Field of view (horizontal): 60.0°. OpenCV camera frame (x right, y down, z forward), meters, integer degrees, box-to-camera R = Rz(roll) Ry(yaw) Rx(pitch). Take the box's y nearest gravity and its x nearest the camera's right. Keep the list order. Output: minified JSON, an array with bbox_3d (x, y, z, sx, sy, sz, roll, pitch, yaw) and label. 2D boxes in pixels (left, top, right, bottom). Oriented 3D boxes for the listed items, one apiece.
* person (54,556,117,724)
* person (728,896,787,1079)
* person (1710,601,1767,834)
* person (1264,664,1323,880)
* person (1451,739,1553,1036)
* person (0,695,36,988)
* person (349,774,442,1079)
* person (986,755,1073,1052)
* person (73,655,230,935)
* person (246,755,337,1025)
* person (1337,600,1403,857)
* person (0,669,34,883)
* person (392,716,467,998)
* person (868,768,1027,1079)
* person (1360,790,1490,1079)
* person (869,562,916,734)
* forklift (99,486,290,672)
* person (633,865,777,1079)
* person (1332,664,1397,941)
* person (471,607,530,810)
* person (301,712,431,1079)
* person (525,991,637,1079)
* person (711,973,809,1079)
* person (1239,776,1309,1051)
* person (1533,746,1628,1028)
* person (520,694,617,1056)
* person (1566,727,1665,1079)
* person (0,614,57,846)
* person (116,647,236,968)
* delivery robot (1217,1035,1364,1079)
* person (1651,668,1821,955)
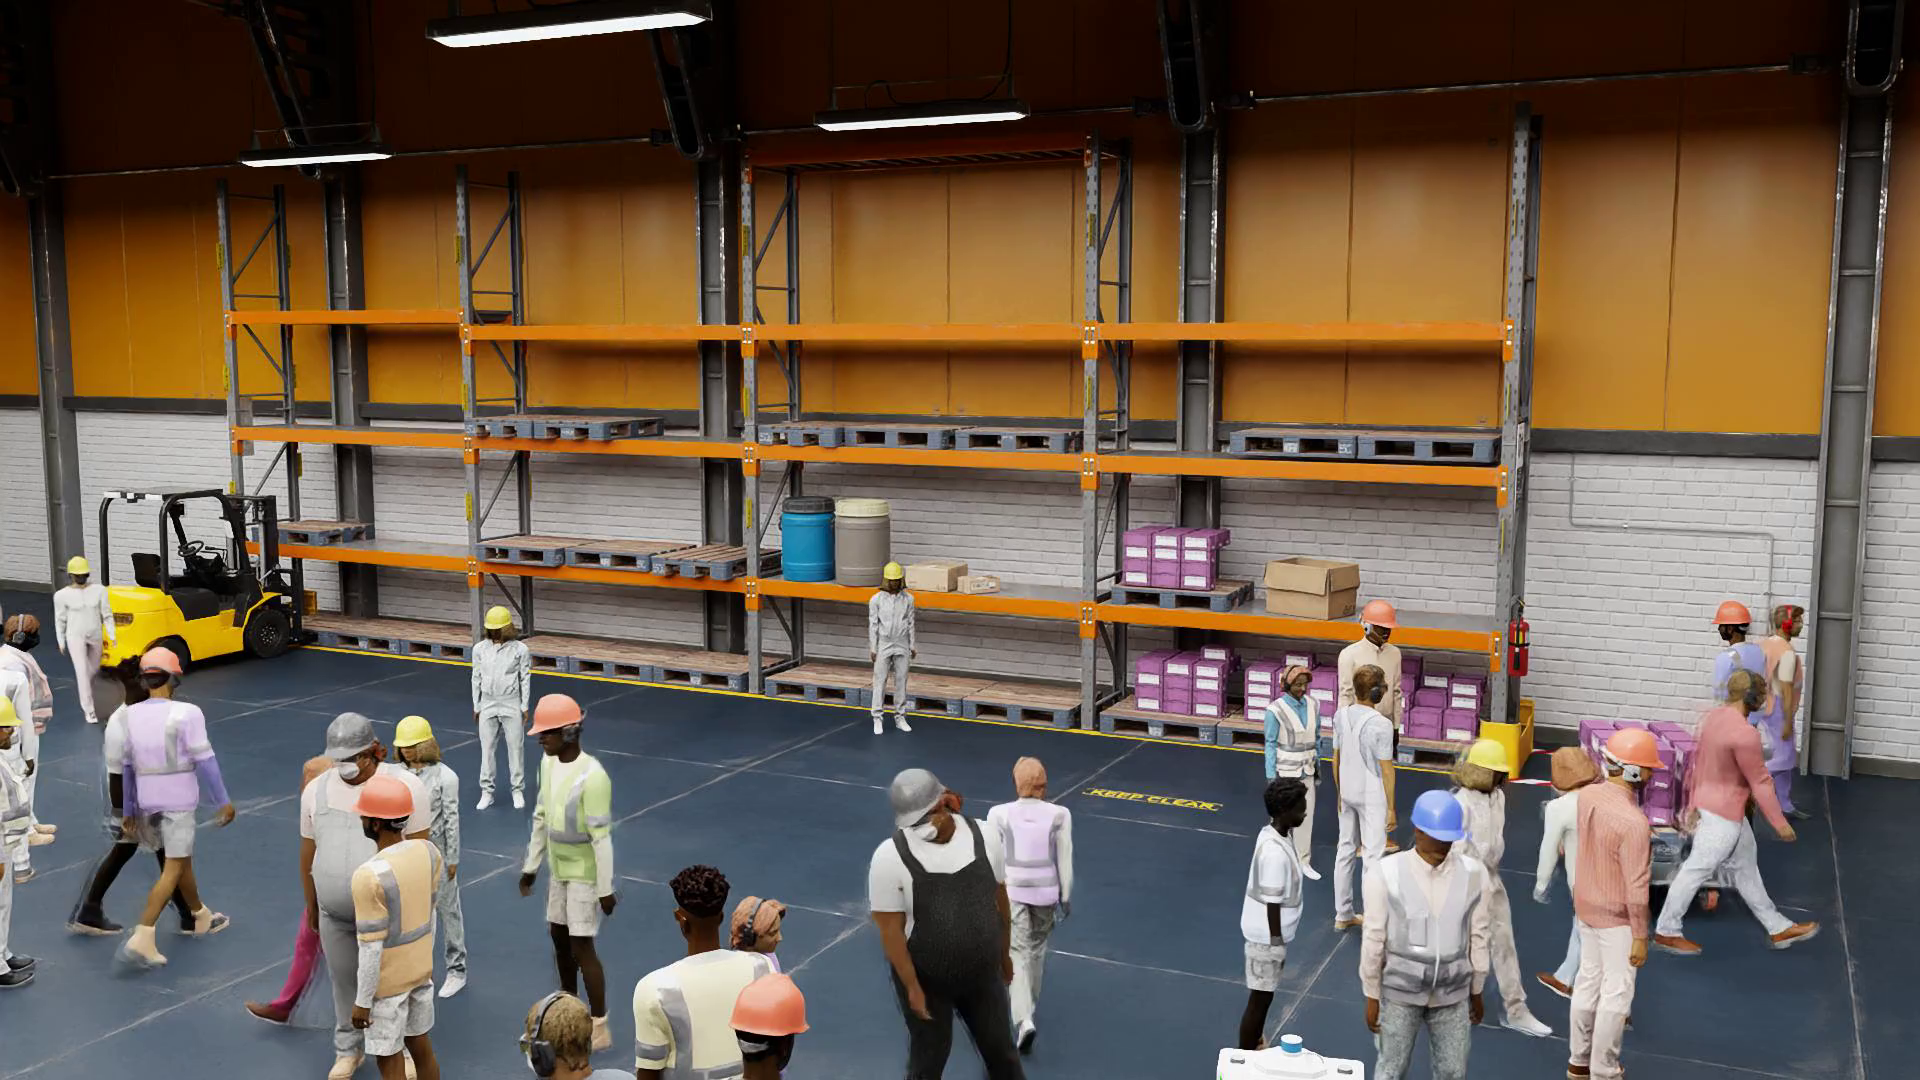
[{"bbox_3d":[-9.199,1.013,17.454,0.844,1.733,0.531,7,10,44],"label":"person"},{"bbox_3d":[-0.883,2.313,7.122,0.321,1.631,0.527,1,7,8],"label":"person"},{"bbox_3d":[6.089,1.439,13.136,0.544,1.929,0.388,-4,8,-31],"label":"person"},{"bbox_3d":[2.428,1.705,12.166,0.524,1.630,0.313,-4,8,-32],"label":"person"},{"bbox_3d":[2.977,1.980,9.685,0.497,1.703,0.895,-5,9,-37],"label":"person"},{"bbox_3d":[-5.927,1.848,10.216,0.403,1.817,0.605,-4,8,-32],"label":"person"},{"bbox_3d":[-2.698,2.064,7.912,0.354,1.942,0.545,2,7,17],"label":"person"},{"bbox_3d":[0.388,2.047,9.476,0.523,1.610,0.819,-1,7,-6],"label":"person"},{"bbox_3d":[-5.460,1.698,11.050,0.984,1.921,0.613,-2,7,-15],"label":"person"},{"bbox_3d":[-3.696,2.031,9.602,0.815,1.593,0.510,1,7,11],"label":"person"},{"bbox_3d":[3.182,1.445,12.854,0.612,1.986,0.407,-4,8,-28],"label":"person"},{"bbox_3d":[-7.052,1.587,12.086,0.577,1.882,0.349,-4,8,-32],"label":"person"},{"bbox_3d":[-3.253,1.907,10.067,0.485,1.735,0.354,2,7,13],"label":"person"},{"bbox_3d":[-0.015,2.006,7.981,0.812,2.000,0.546,-3,8,-23],"label":"person"},{"bbox_3d":[2.169,2.093,7.754,0.610,1.932,0.431,0,7,-2],"label":"person"},{"bbox_3d":[-0.674,1.086,16.798,0.492,1.742,0.324,-3,7,-22],"label":"person"},{"bbox_3d":[-9.426,0.454,20.179,1.214,2.155,2.313,3,8,26],"label":"forklift"},{"bbox_3d":[-0.985,2.232,6.484,0.599,1.958,0.381,-5,8,-35],"label":"person"},{"bbox_3d":[2.692,1.733,11.039,0.346,1.846,0.506,-5,8,-35],"label":"person"},{"bbox_3d":[-3.887,1.418,14.088,0.483,1.736,0.311,-1,7,-7],"label":"person"},{"bbox_3d":[-3.194,1.896,8.890,0.687,2.000,0.536,0,7,-1],"label":"person"},{"bbox_3d":[-1.229,2.387,5.309,0.374,1.929,0.638,3,8,25],"label":"person"},{"bbox_3d":[-0.623,2.370,5.442,0.543,1.928,0.371,3,8,24],"label":"person"},{"bbox_3d":[1.663,2.080,8.847,0.342,1.684,0.530,2,7,14],"label":"person"},{"bbox_3d":[3.666,2.009,9.810,0.512,1.571,0.830,-3,8,-24],"label":"person"},{"bbox_3d":[-2.179,1.854,9.315,0.442,2.023,0.611,-6,9,-39],"label":"person"},{"bbox_3d":[3.430,1.950,8.697,0.404,1.982,0.629,-1,7,-7],"label":"person"},{"bbox_3d":[-7.377,1.491,13.106,0.429,1.834,0.634,-4,8,-29],"label":"person"},{"bbox_3d":[-5.146,1.704,10.732,0.711,1.986,1.000,2,7,15],"label":"person"},{"bbox_3d":[1.623,2.675,8.157,0.707,0.478,0.477,2,7,13],"label":"delivery robot"},{"bbox_3d":[5.010,1.758,10.689,1.071,1.869,0.644,1,7,11],"label":"person"}]
